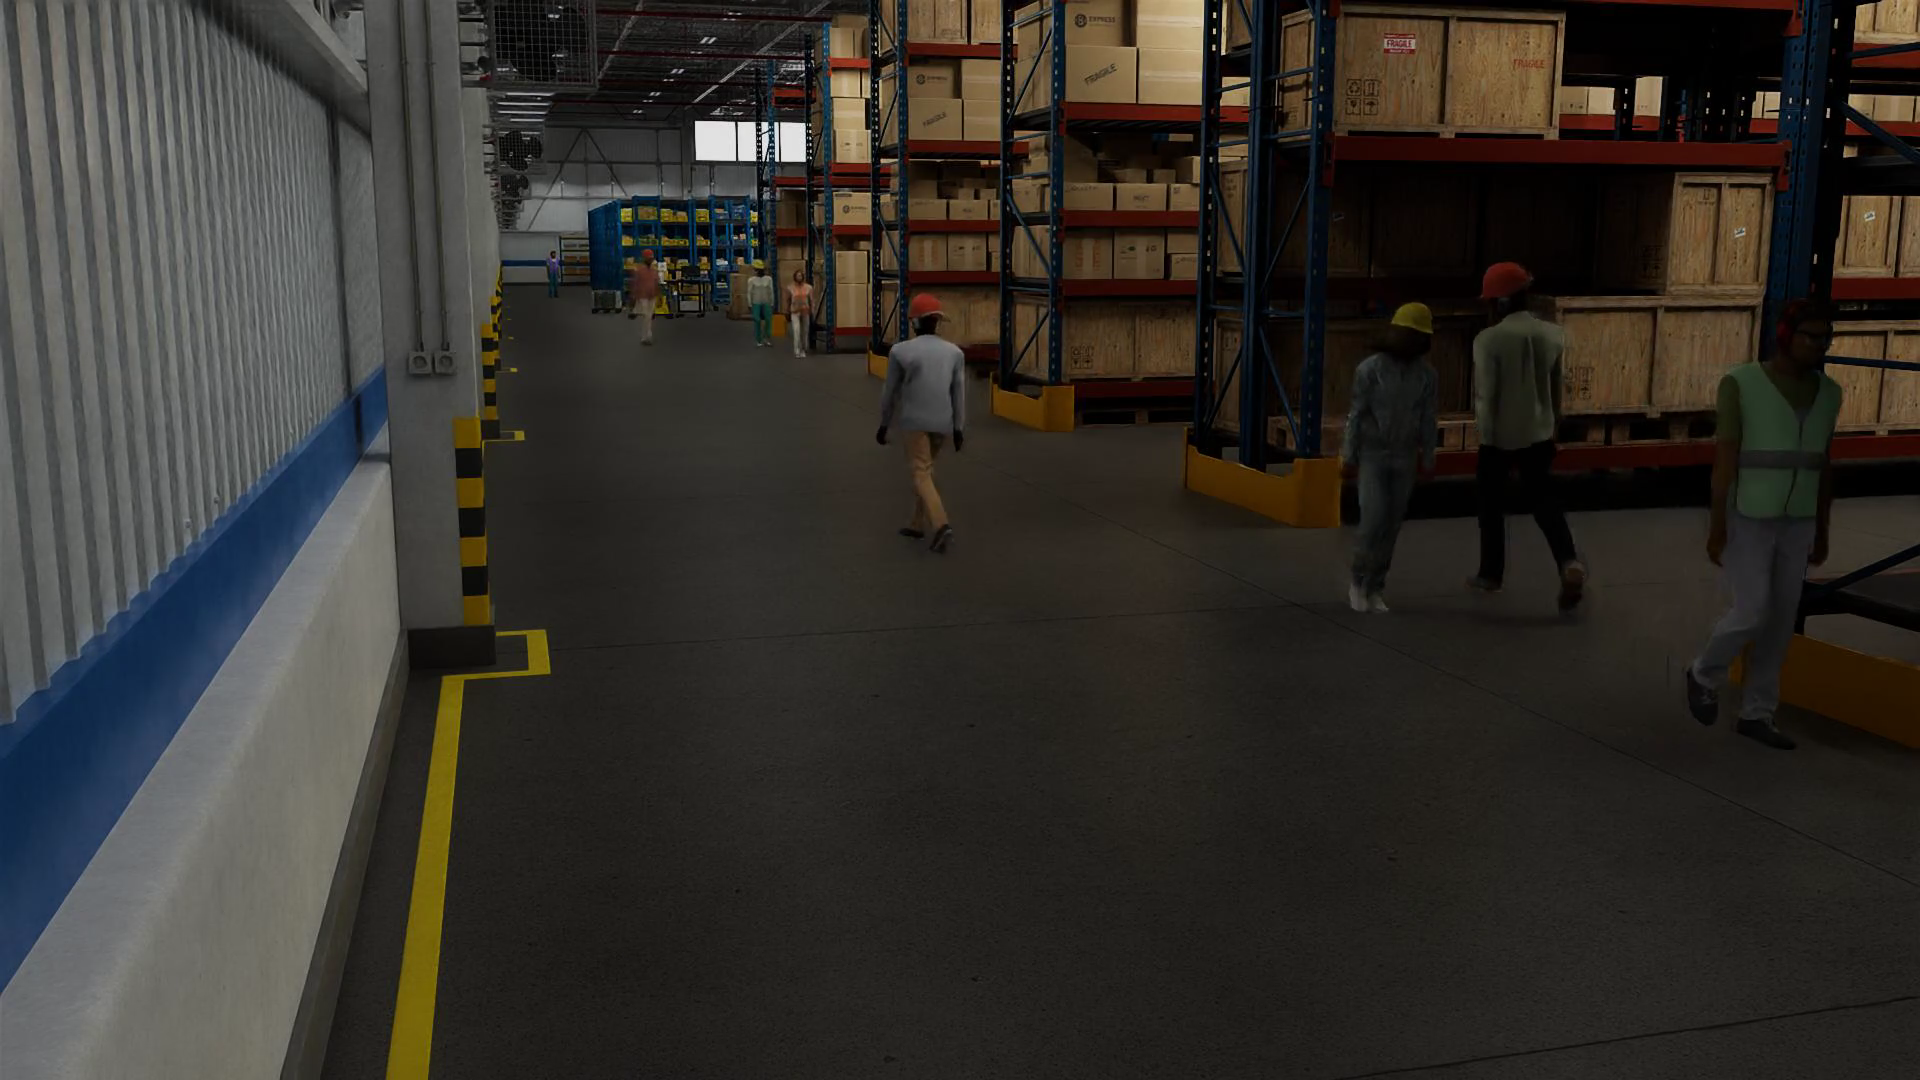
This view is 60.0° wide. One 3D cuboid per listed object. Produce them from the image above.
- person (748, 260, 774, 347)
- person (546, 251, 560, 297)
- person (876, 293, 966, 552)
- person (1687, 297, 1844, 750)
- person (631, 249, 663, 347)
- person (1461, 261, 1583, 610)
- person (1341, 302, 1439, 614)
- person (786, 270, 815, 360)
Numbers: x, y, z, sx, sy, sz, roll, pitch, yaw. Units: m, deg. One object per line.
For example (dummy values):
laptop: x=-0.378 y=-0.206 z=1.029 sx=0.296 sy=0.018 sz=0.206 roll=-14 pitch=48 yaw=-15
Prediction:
person: x=-3.977 y=-4.746 z=33.454 sx=0.554 sy=1.733 sz=0.805 roll=-3 pitch=11 yaw=-18
person: x=-16.248 y=-10.614 z=66.408 sx=0.377 sy=1.841 sz=0.567 roll=9 pitch=13 yaw=42
person: x=-0.214 y=-0.798 z=11.196 sx=0.572 sy=1.721 sz=0.850 roll=-6 pitch=12 yaw=-31
person: x=3.274 y=-0.069 z=6.746 sx=0.593 sy=1.821 sz=0.439 roll=-3 pitch=10 yaw=-14
person: x=-6.237 y=-4.873 z=33.537 sx=0.785 sy=1.964 sz=0.653 roll=8 pitch=13 yaw=39
person: x=3.191 y=-0.587 z=9.357 sx=0.620 sy=1.950 sz=0.921 roll=-3 pitch=10 yaw=-16
person: x=2.364 y=-0.437 z=9.111 sx=0.515 sy=1.714 sz=0.446 roll=-2 pitch=10 yaw=-10
person: x=-2.898 y=-4.088 z=30.129 sx=0.507 sy=1.607 sz=0.835 roll=-2 pitch=10 yaw=-11
